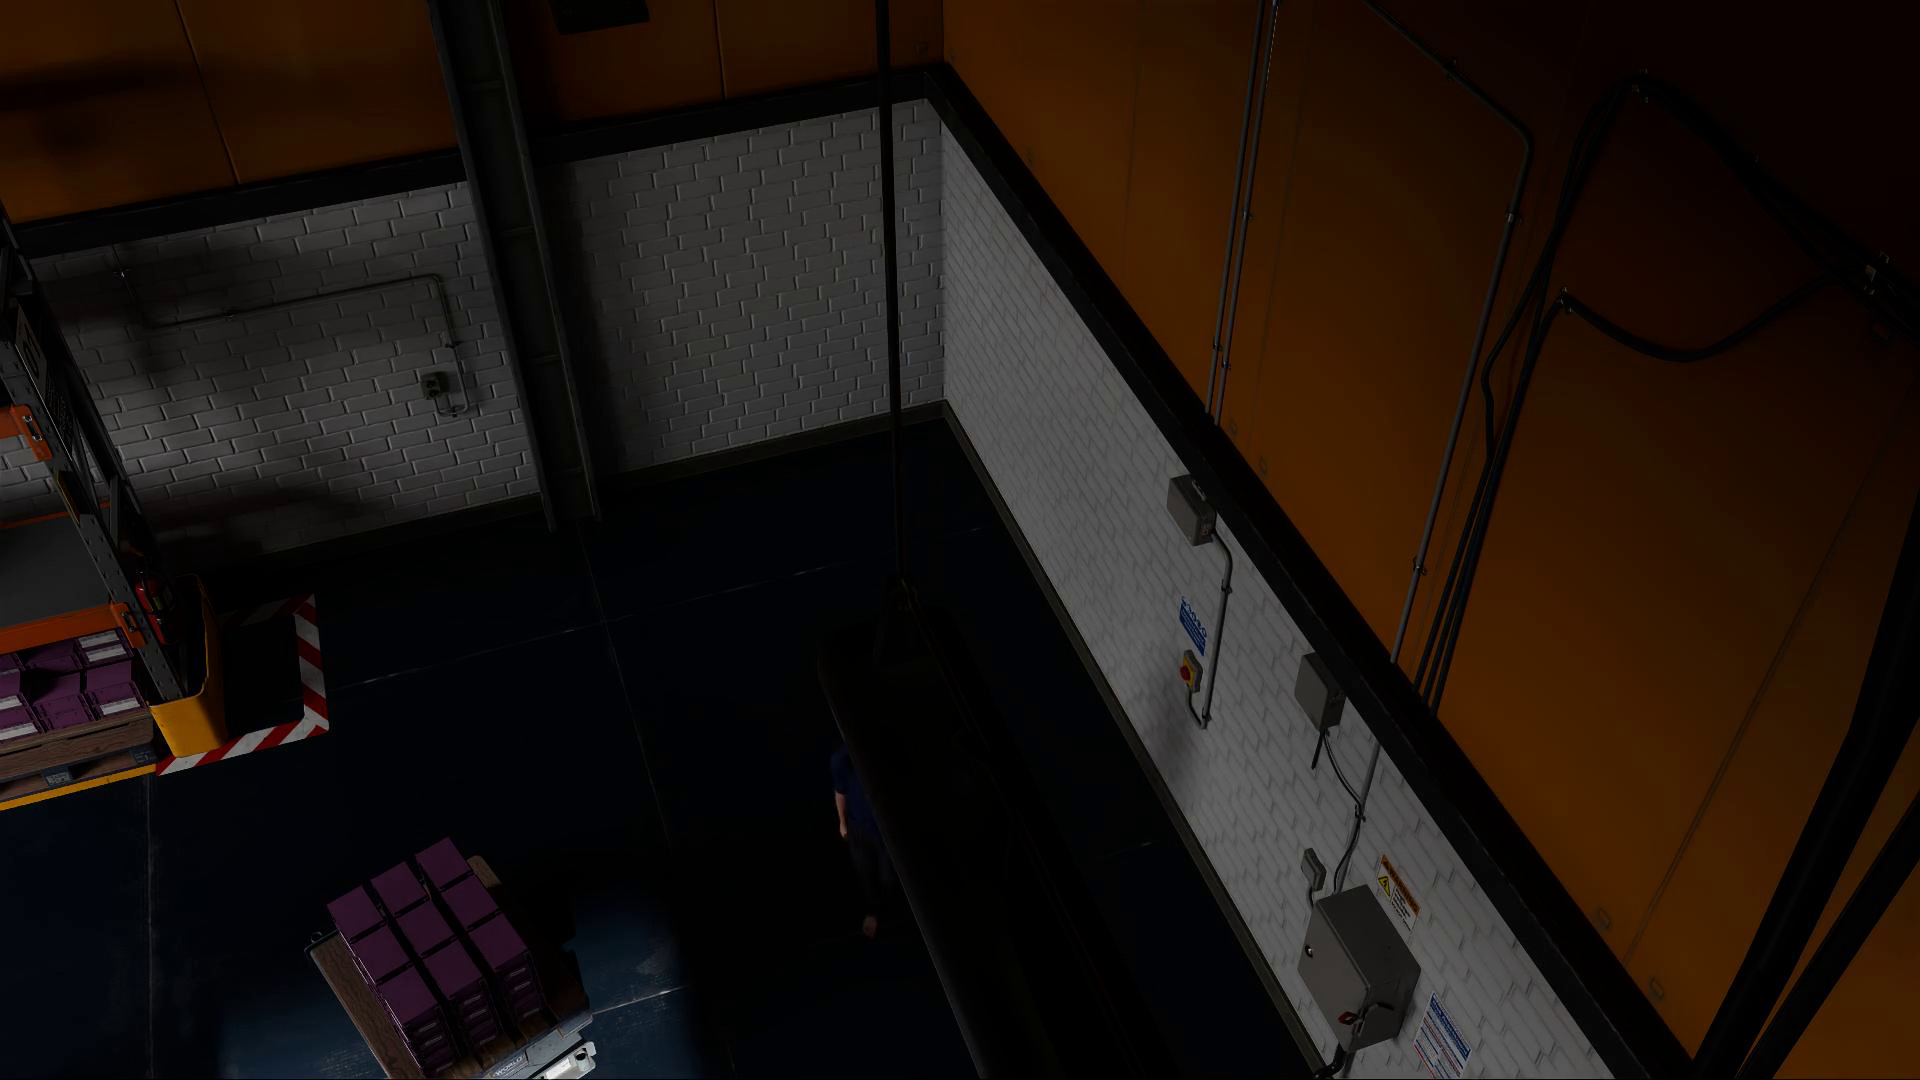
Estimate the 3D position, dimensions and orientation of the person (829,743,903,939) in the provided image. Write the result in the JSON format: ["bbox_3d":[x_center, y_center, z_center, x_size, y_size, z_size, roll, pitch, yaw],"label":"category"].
[{"bbox_3d":[-0.454,1.477,9.264,0.913,1.840,0.945,8,44,9],"label":"person"}]
